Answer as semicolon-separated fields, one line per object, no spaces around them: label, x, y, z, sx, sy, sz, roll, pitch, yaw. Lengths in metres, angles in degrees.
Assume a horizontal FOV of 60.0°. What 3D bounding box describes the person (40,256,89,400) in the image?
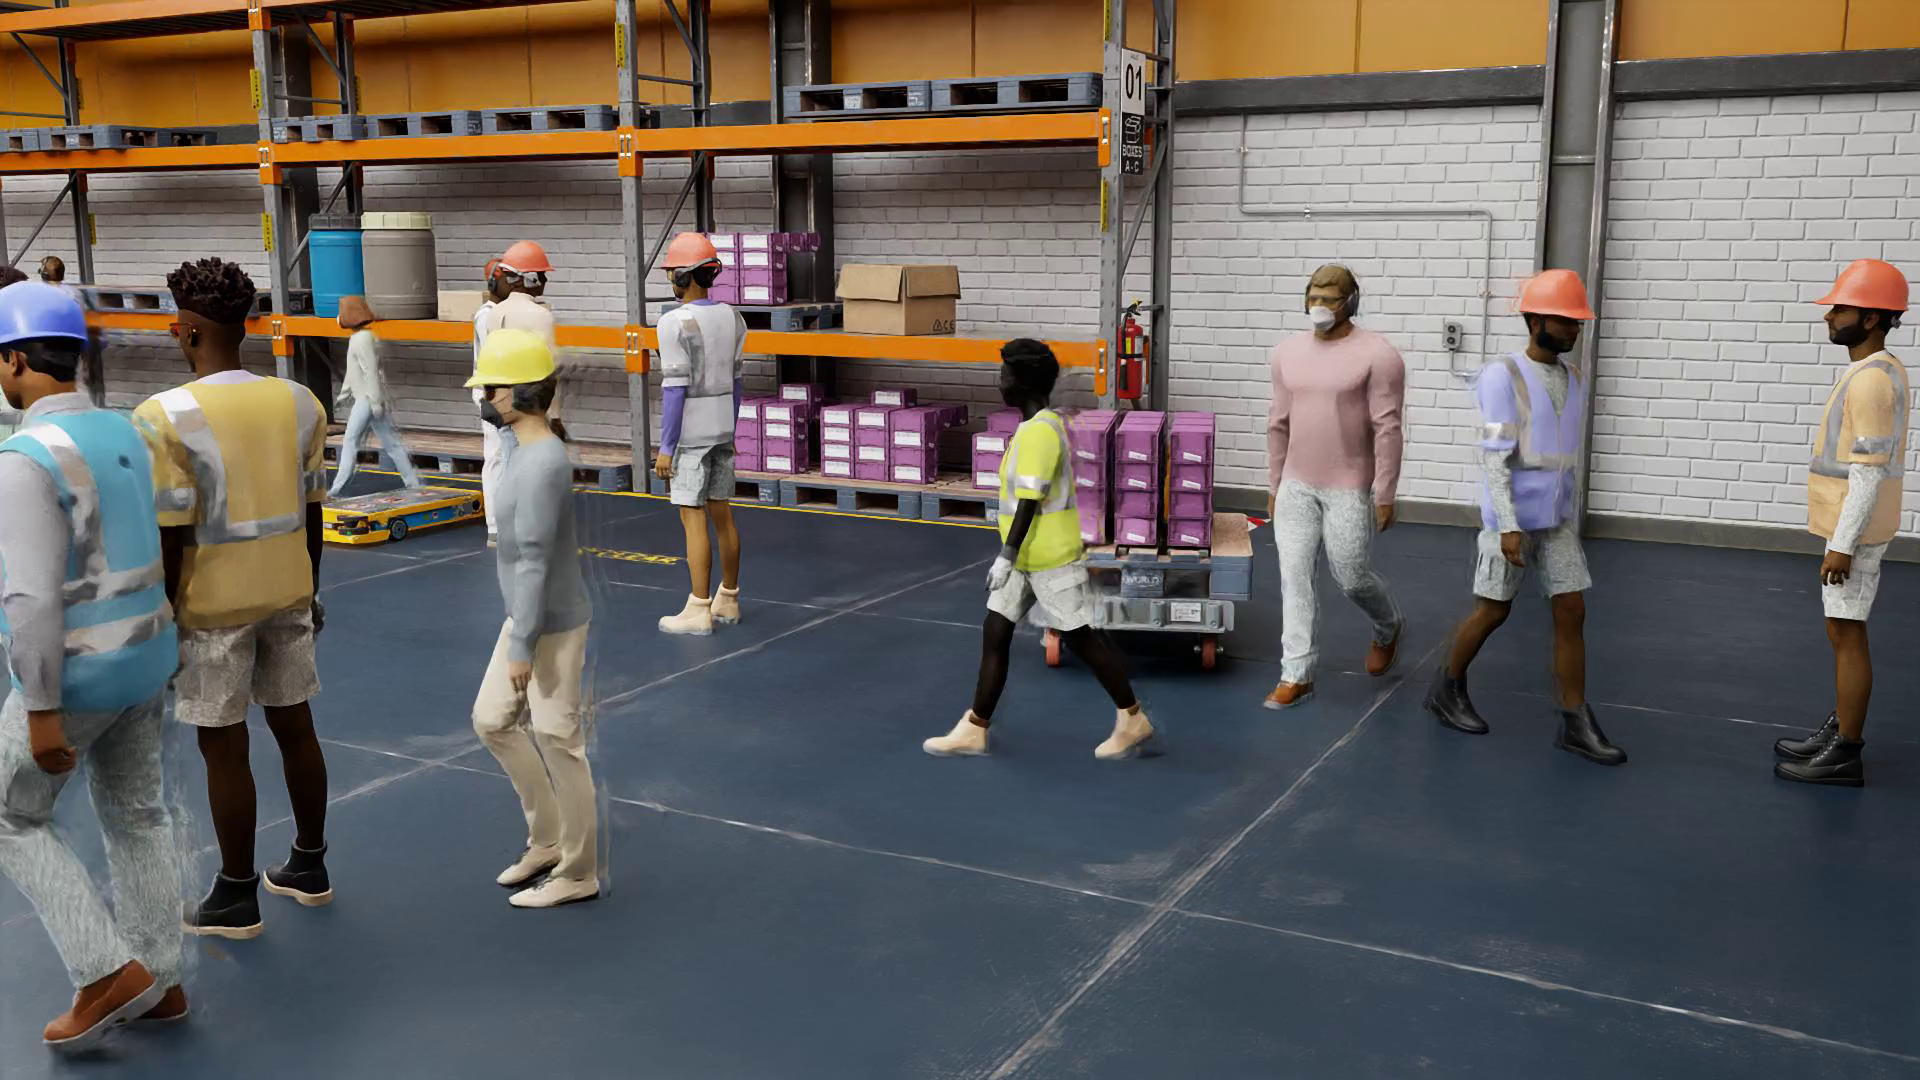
person;-8.363;-1.709;15.477;0.345;1.847;0.507;5;12;27

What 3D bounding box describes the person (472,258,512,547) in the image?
person;-3.009;-0.900;10.934;0.358;1.885;0.572;-1;10;-6

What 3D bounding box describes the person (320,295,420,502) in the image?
person;-4.464;-1.028;12.443;0.843;1.590;0.508;-3;11;-15

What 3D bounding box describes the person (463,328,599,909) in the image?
person;-1.306;0.253;4.949;0.450;1.751;0.546;-3;11;-16

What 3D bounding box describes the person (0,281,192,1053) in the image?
person;-2.188;0.326;4.139;0.465;1.917;0.607;1;10;3

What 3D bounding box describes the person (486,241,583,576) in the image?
person;-2.529;-0.744;9.773;0.613;1.995;0.390;9;14;41

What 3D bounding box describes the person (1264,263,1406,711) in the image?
person;1.644;-0.241;7.238;0.639;1.919;0.771;9;14;41

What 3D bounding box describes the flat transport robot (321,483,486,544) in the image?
flat transport robot;-3.867;-0.195;11.494;0.652;0.197;1.431;5;12;28

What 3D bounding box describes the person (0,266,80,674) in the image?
person;-4.376;-0.314;7.694;0.623;1.897;0.541;-9;14;-40

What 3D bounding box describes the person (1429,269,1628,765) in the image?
person;2.256;-0.111;6.563;0.548;1.906;0.855;-5;11;-25

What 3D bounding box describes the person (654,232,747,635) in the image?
person;-1.347;-0.536;8.506;0.375;2.044;0.607;5;12;27

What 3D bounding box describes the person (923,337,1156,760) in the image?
person;0.343;0.047;6.397;0.894;1.650;0.534;-1;10;-8

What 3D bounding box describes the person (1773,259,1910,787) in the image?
person;3.279;-0.057;6.156;0.350;1.942;0.545;5;12;27

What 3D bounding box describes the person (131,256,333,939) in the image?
person;-2.101;0.172;4.834;0.367;1.966;0.606;5;12;27
